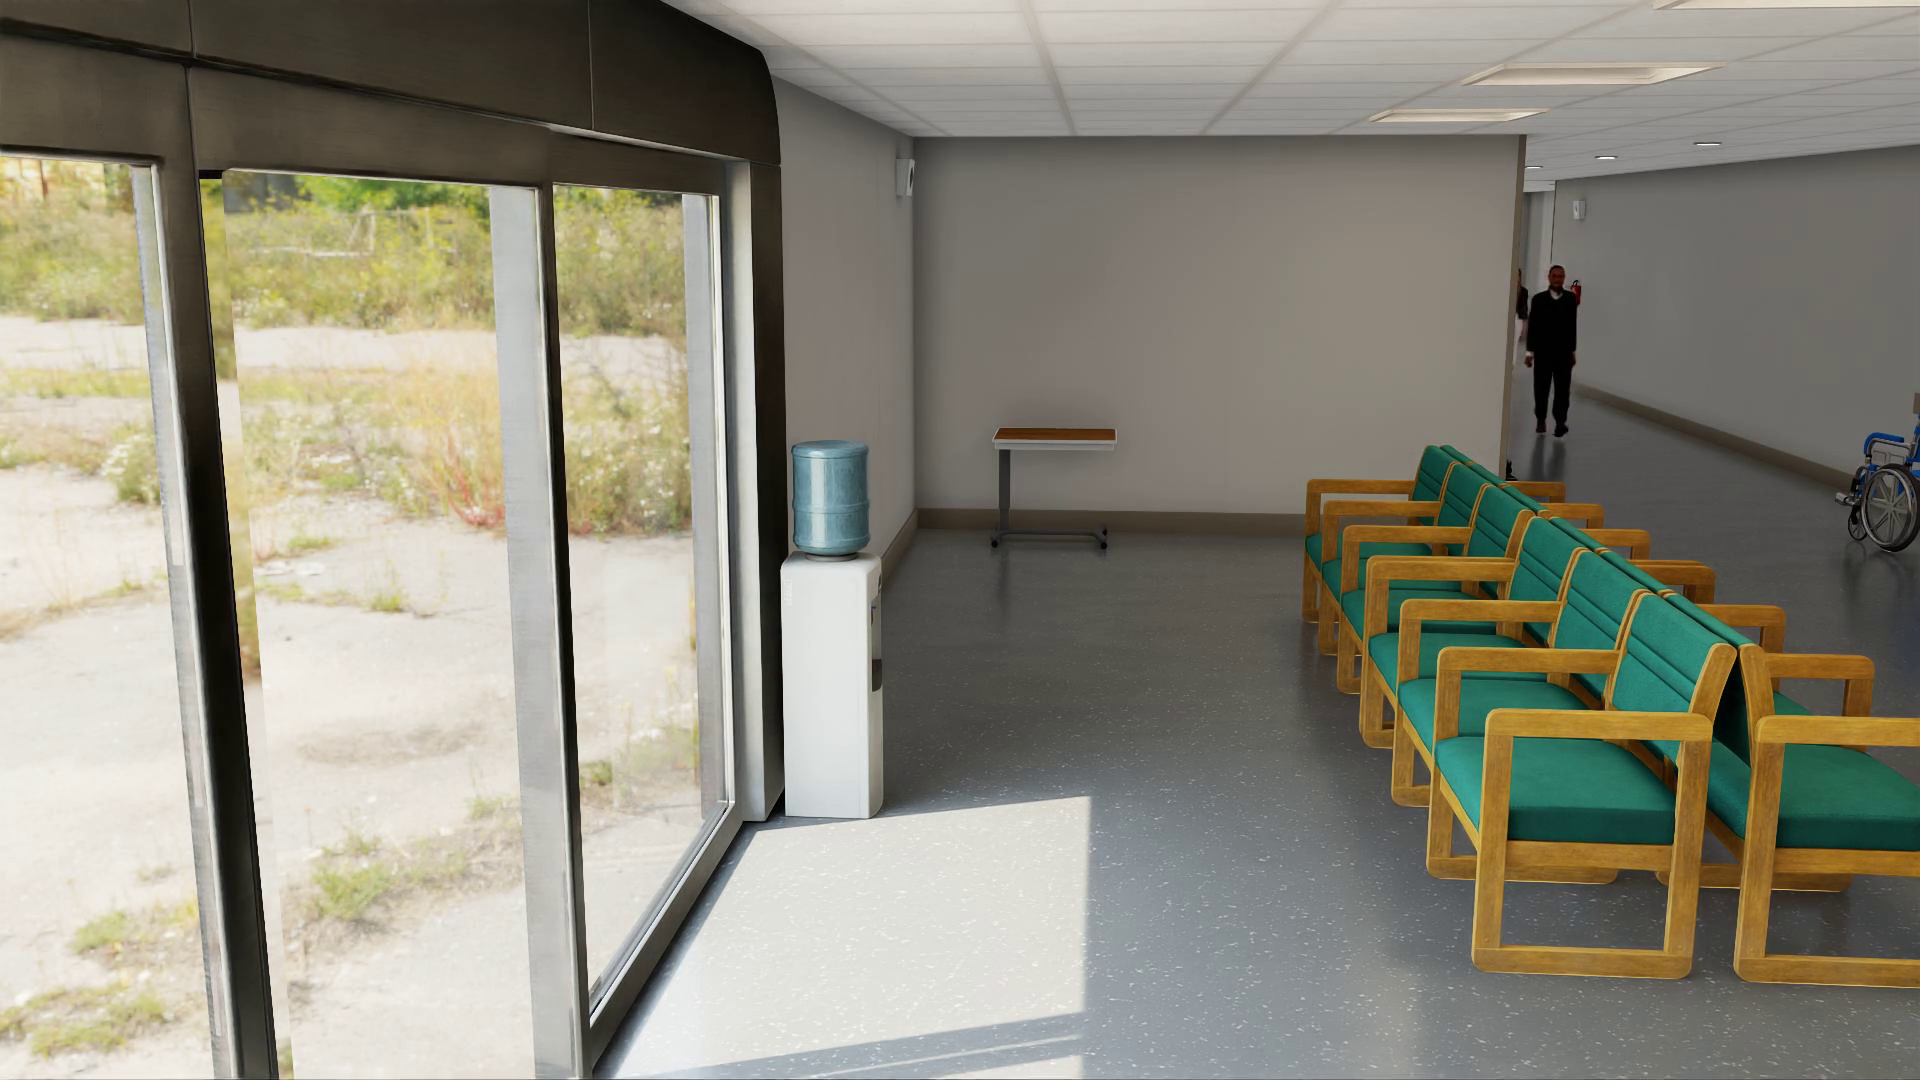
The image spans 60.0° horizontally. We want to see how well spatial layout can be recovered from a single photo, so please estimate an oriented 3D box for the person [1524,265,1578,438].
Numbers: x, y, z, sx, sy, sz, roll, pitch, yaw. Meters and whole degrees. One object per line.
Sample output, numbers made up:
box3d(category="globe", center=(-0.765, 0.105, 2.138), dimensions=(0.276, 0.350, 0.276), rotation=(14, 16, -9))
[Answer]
box3d(category="person", center=(6.609, -2.099, 18.606), dimensions=(1.088, 1.870, 0.889), rotation=(2, 11, 12))
